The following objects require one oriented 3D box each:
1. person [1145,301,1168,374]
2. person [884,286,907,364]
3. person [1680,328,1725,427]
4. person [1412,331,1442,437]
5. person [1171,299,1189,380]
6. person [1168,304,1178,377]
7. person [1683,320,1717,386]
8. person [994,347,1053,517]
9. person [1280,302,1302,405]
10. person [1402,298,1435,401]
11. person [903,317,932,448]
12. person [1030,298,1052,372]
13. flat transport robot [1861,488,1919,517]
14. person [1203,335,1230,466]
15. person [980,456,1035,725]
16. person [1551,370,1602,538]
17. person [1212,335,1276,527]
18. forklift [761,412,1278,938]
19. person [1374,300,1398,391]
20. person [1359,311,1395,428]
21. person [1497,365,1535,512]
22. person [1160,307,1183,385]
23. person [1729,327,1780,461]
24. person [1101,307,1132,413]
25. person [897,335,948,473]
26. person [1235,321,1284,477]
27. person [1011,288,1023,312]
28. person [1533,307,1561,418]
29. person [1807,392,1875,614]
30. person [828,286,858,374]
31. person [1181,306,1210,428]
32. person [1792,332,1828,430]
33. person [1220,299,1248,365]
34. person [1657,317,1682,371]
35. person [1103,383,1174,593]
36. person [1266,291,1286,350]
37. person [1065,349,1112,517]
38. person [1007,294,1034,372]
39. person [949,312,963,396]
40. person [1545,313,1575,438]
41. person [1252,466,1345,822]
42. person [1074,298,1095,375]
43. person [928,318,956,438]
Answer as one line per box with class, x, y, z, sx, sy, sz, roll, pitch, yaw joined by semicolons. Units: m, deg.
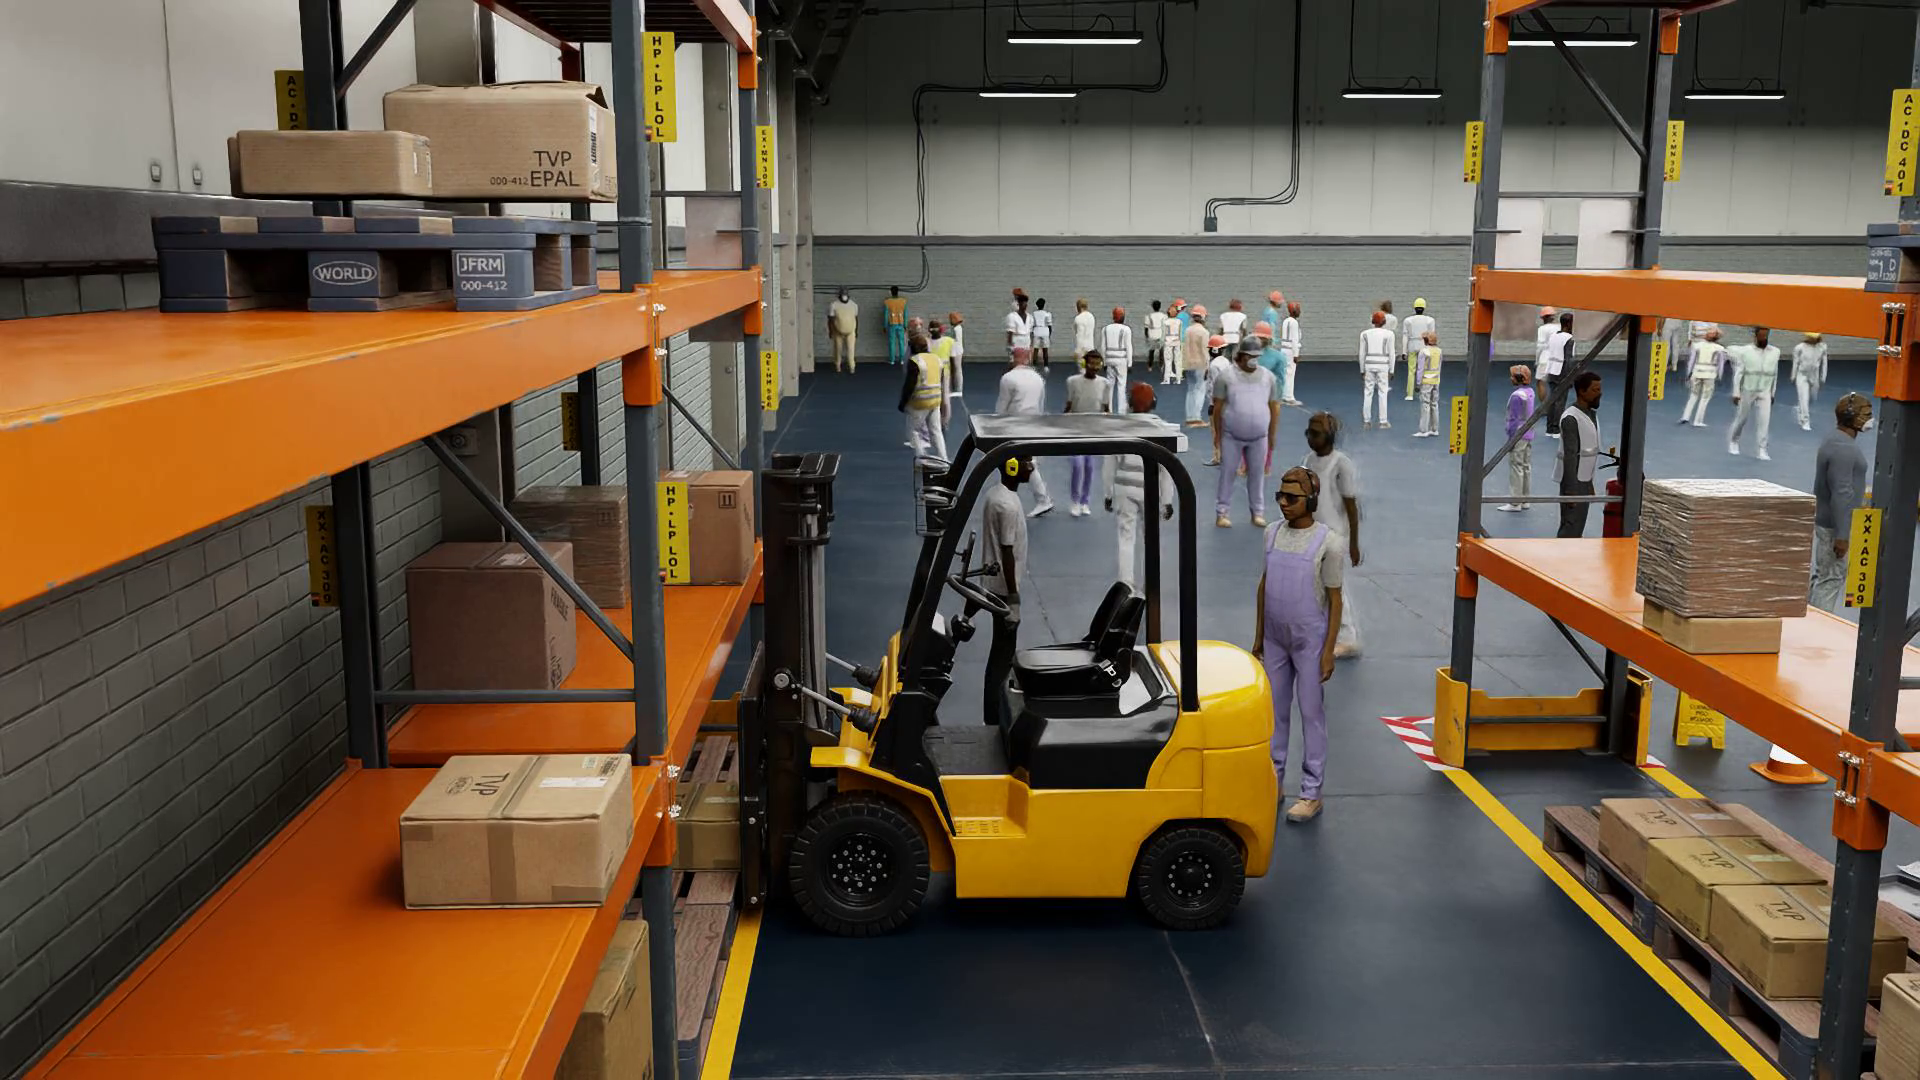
person;4.496;-4.634;38.017;0.576;1.637;0.764;0;10;0
person;-1.574;-5.251;40.668;0.587;1.914;0.392;-3;11;-16
person;12.031;-2.620;26.888;0.358;1.608;0.618;-8;13;-37
person;7.186;-2.386;25.498;0.521;1.632;0.313;-8;13;-37
person;4.772;-4.356;36.121;0.327;1.753;0.561;5;11;25
person;4.719;-4.425;36.877;0.279;1.627;0.499;3;11;15
person;15.339;-4.145;34.404;0.383;1.950;0.601;-7;12;-33
person;0.699;-1.196;18.297;0.981;1.848;0.634;8;13;37
person;6.081;-3.417;30.538;0.361;1.883;0.574;-1;10;-6
person;8.619;-3.577;31.302;0.585;1.927;0.366;2;10;9
person;-0.629;-2.281;24.150;0.406;1.906;0.644;-3;11;-17
person;1.848;-4.679;38.087;0.535;1.697;0.318;2;10;10
flat transport robot;10.401;-0.402;18.230;0.652;0.197;1.431;-4;11;-20
person;3.413;-1.857;22.202;0.342;1.751;0.564;5;11;24
person;0.287;0.307;9.869;0.329;1.861;0.504;-1;10;-7
person;5.209;-0.473;14.036;0.392;1.920;0.593;7;12;33
person;2.989;-1.145;17.437;0.685;2.000;0.536;-1;10;-5
forklift;0.291;0.548;7.580;2.313;2.155;1.214;0;10;-2
person;8.429;-3.858;33.126;0.642;1.832;0.510;-7;12;-32
person;6.705;-2.733;26.726;0.573;1.883;0.354;6;12;31
person;6.214;-1.125;18.481;0.311;1.632;0.515;8;13;38
person;4.433;-4.061;34.827;0.516;1.633;0.311;-4;11;-24
person;11.023;-2.080;23.112;0.605;1.882;0.958;0;10;2
person;2.662;-2.993;28.166;0.584;1.882;0.337;8;13;39
person;-0.461;-1.726;21.371;0.520;1.796;0.661;8;13;38
person;3.802;-1.791;21.173;0.625;1.989;0.405;6;12;31
person;1.374;-5.059;39.677;0.352;1.884;0.579;0;10;1
person;10.084;-3.035;28.453;0.769;1.883;0.551;-5;12;-28
person;6.221;-0.080;11.789;0.355;1.938;0.636;4;11;22
person;-2.669;-4.833;37.982;0.694;2.000;1.014;-2;10;-14
person;3.824;-2.797;26.917;0.540;1.956;0.720;-6;12;-31
person;13.604;-2.637;26.716;0.507;1.700;0.777;1;10;8
person;5.656;-4.021;34.106;0.581;1.808;0.766;7;12;33
person;16.436;-4.946;38.613;0.680;2.000;0.535;-4;11;-23
person;1.486;-0.388;13.820;0.597;1.829;0.974;2;10;13
person;6.247;-3.991;33.411;0.550;2.000;0.702;2;10;13
person;1.376;-1.162;18.105;0.535;1.832;0.610;-1;10;-6
person;1.186;-3.880;32.940;0.634;1.941;0.611;-6;12;-32
person;-0.075;-3.597;32.233;0.281;1.633;0.499;1;10;3
person;9.178;-2.512;25.428;0.397;1.911;0.587;-1;10;-8
person;1.737;0.532;8.638;0.345;1.847;0.504;-9;14;-42
person;2.316;-3.569;31.235;0.369;1.936;0.630;6;12;29
person;-0.339;-2.513;25.684;0.574;1.826;0.778;1;10;5
